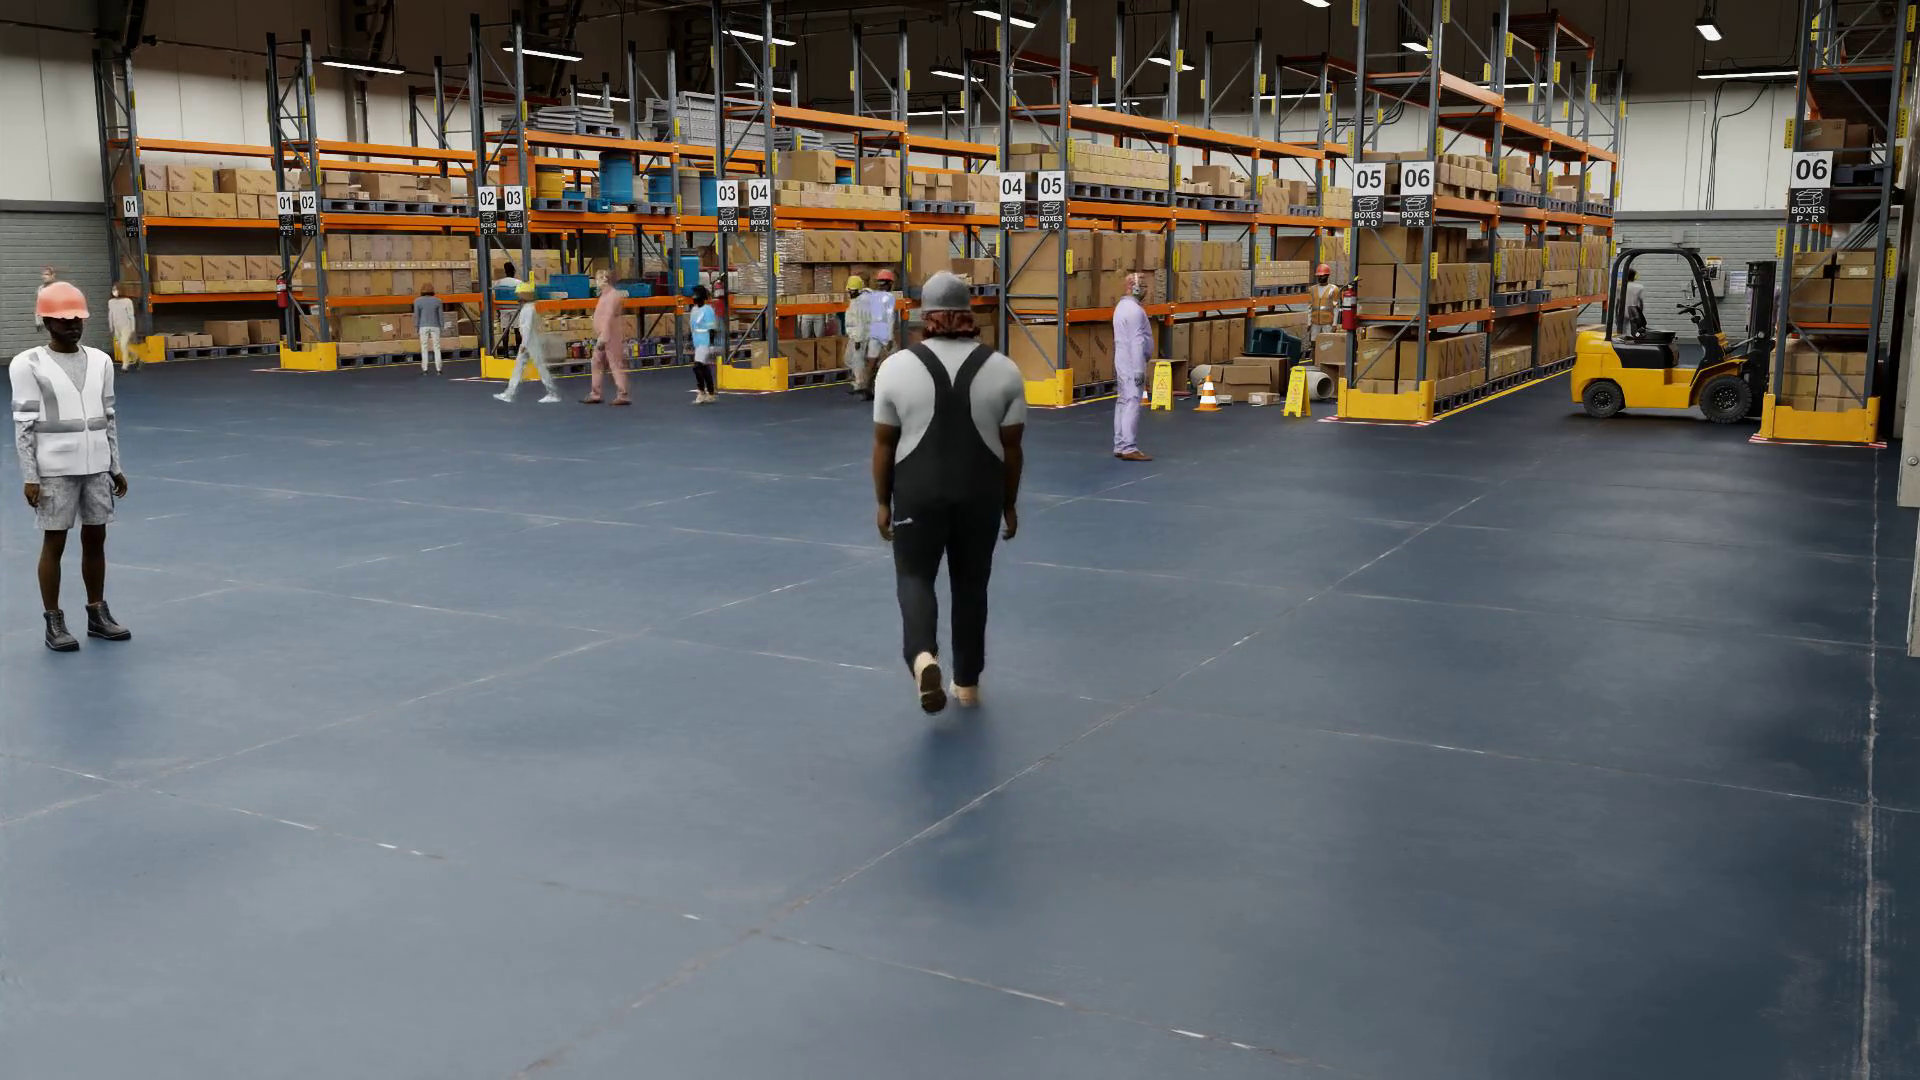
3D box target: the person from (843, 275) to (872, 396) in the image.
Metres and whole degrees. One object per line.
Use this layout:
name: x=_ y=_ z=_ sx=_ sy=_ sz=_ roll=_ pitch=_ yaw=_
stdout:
person: x=-1.521 y=-3.014 z=24.616 sx=0.416 sy=1.787 sz=0.640 roll=-3 pitch=10 yaw=-17

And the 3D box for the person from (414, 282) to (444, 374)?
person: x=-9.320 y=-3.714 z=29.208 sx=0.502 sy=1.626 sz=0.282 roll=-3 pitch=10 yaw=-18

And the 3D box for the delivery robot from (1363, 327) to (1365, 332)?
delivery robot: x=9.244 y=-4.660 z=37.593 sx=0.707 sy=0.478 sz=0.477 roll=-1 pitch=10 yaw=-5

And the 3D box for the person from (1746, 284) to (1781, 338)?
person: x=13.933 y=-3.789 z=28.798 sx=0.592 sy=1.918 sz=0.403 roll=5 pitch=11 yaw=27

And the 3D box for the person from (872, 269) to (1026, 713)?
person: x=-0.045 y=-0.216 z=7.507 sx=0.691 sy=2.000 sz=0.740 roll=-1 pitch=10 yaw=-6

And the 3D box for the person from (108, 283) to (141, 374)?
person: x=-14.781 y=-3.747 z=29.447 sx=0.507 sy=1.615 sz=0.645 roll=3 pitch=10 yaw=15

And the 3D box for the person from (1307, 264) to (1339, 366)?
person: x=6.126 y=-3.693 z=28.160 sx=0.553 sy=1.935 sz=0.364 roll=7 pitch=12 yaw=36

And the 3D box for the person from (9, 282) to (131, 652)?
person: x=-4.684 y=-0.388 z=8.814 sx=0.376 sy=1.935 sz=0.550 roll=6 pitch=11 yaw=31

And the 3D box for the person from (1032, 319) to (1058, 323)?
person: x=1.431 y=-3.552 z=27.069 sx=0.606 sy=2.035 sz=0.403 roll=5 pitch=11 yaw=27

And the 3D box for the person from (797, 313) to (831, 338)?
person: x=-2.594 y=-3.922 z=29.547 sx=0.623 sy=1.933 sz=0.371 roll=0 pitch=10 yaw=0

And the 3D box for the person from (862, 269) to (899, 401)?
person: x=-1.062 y=-2.942 z=23.952 sx=0.569 sy=1.870 sz=0.996 roll=9 pitch=13 yaw=42

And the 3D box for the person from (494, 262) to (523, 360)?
person: x=-8.982 y=-4.579 z=33.270 sx=0.611 sy=1.962 sz=0.364 roll=0 pitch=10 yaw=0

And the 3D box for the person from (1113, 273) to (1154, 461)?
person: x=1.777 y=-1.763 z=16.954 sx=0.403 sy=1.906 sz=0.651 roll=-1 pitch=10 yaw=-9

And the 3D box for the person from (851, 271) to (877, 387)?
person: x=-1.502 y=-3.342 z=26.396 sx=0.376 sy=1.840 sz=0.558 roll=4 pitch=10 yaw=21

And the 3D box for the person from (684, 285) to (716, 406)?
person: x=-3.634 y=-2.698 z=23.110 sx=0.593 sy=1.679 sz=0.545 roll=-6 pitch=11 yaw=-30

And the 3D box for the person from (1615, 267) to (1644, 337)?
person: x=13.051 y=-4.376 z=32.406 sx=0.546 sy=1.855 sz=0.427 roll=5 pitch=11 yaw=27

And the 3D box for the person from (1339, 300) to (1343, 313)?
person: x=9.005 y=-5.433 z=38.480 sx=0.893 sy=1.888 sz=0.556 roll=2 pitch=10 yaw=12

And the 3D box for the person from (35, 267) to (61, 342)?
person: x=-15.764 y=-3.785 z=28.865 sx=0.673 sy=1.879 sz=0.726 roll=3 pitch=10 yaw=17

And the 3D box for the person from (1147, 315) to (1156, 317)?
person: x=3.318 y=-3.973 z=29.986 sx=0.599 sy=1.886 sz=0.937 roll=6 pitch=11 yaw=32

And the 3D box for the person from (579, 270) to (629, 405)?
person: x=-4.990 y=-2.792 z=23.071 sx=0.791 sy=1.882 sz=0.648 roll=-3 pitch=10 yaw=-20

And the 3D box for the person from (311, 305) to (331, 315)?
person: x=-12.421 y=-4.366 z=32.267 sx=0.614 sy=1.875 sz=0.398 roll=6 pitch=11 yaw=32

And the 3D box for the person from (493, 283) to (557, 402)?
person: x=-6.142 y=-2.783 z=23.518 sx=0.891 sy=1.687 sz=0.506 roll=-4 pitch=11 yaw=-24
